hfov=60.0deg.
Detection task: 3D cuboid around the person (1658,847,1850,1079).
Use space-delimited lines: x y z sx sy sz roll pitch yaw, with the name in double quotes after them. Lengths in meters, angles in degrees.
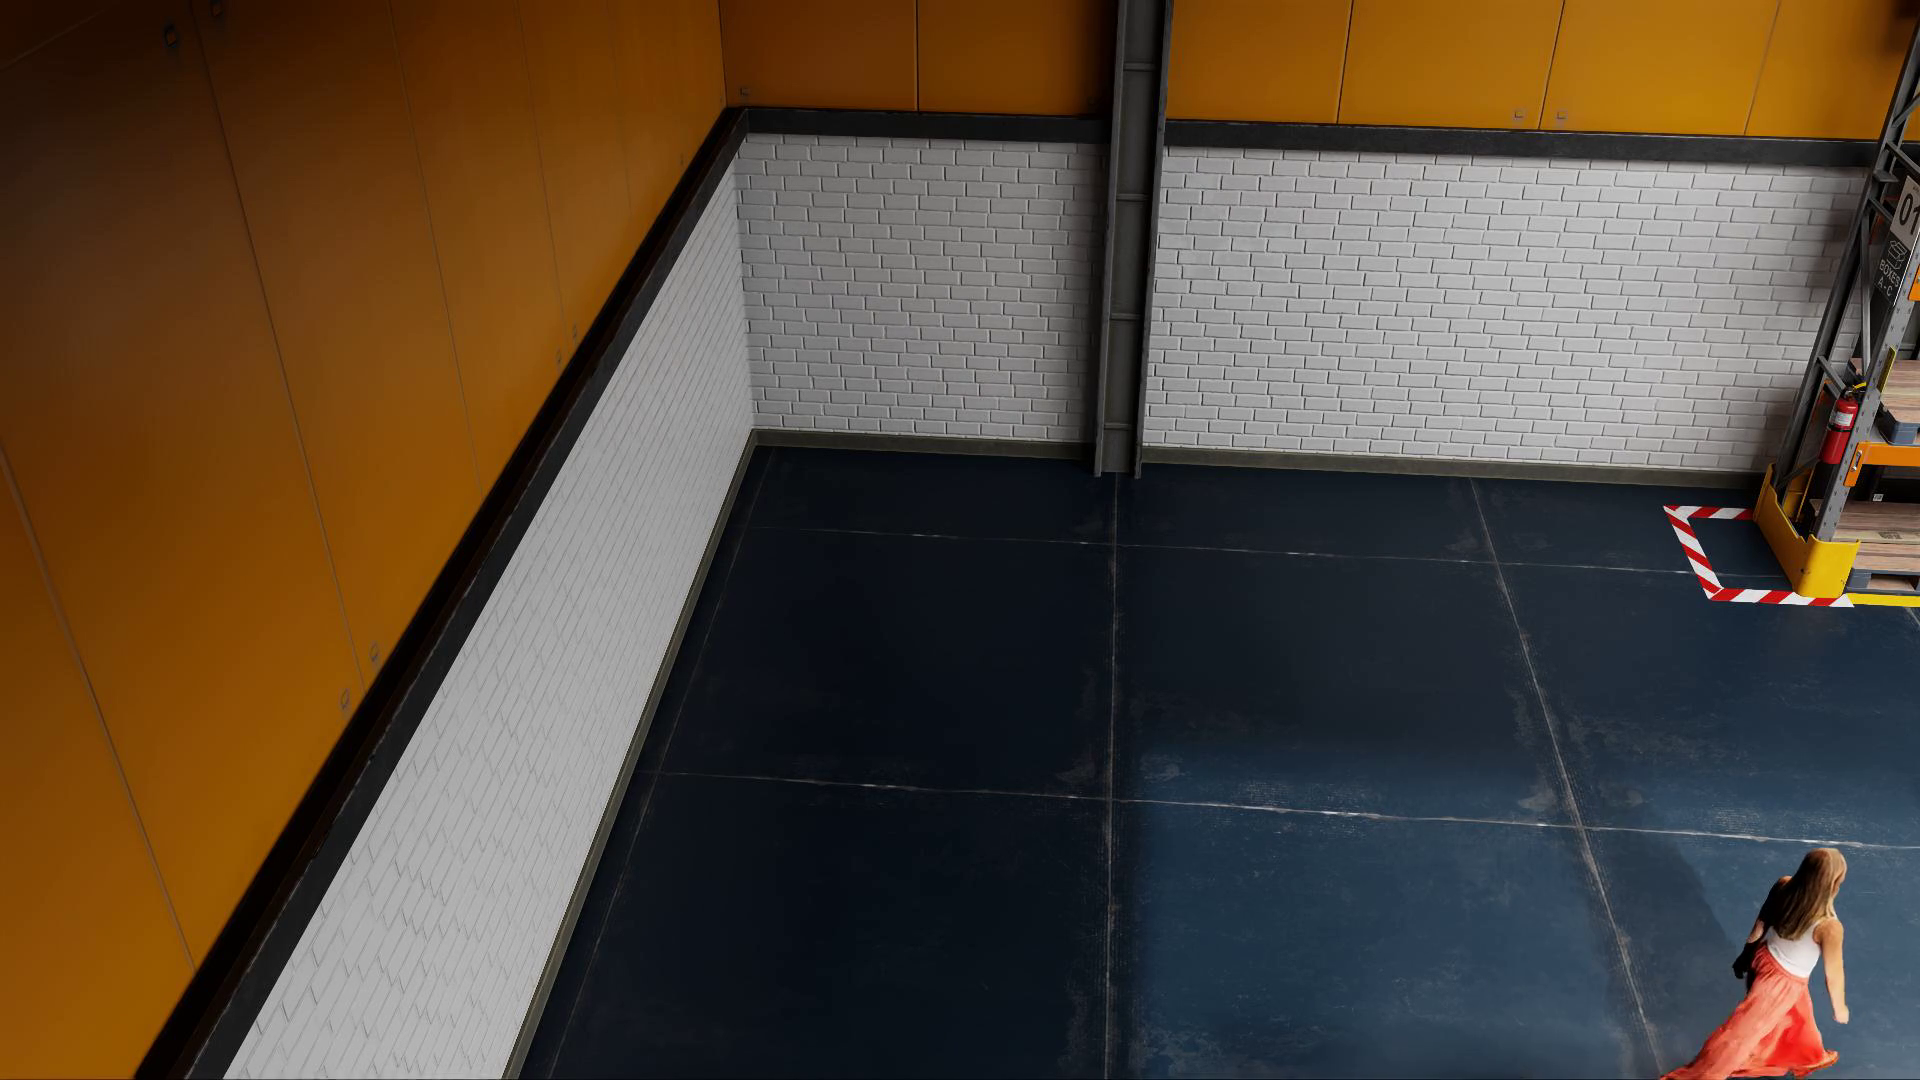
3.998 2.275 8.366 1.302 1.749 0.788 -3 34 -4 "person"
